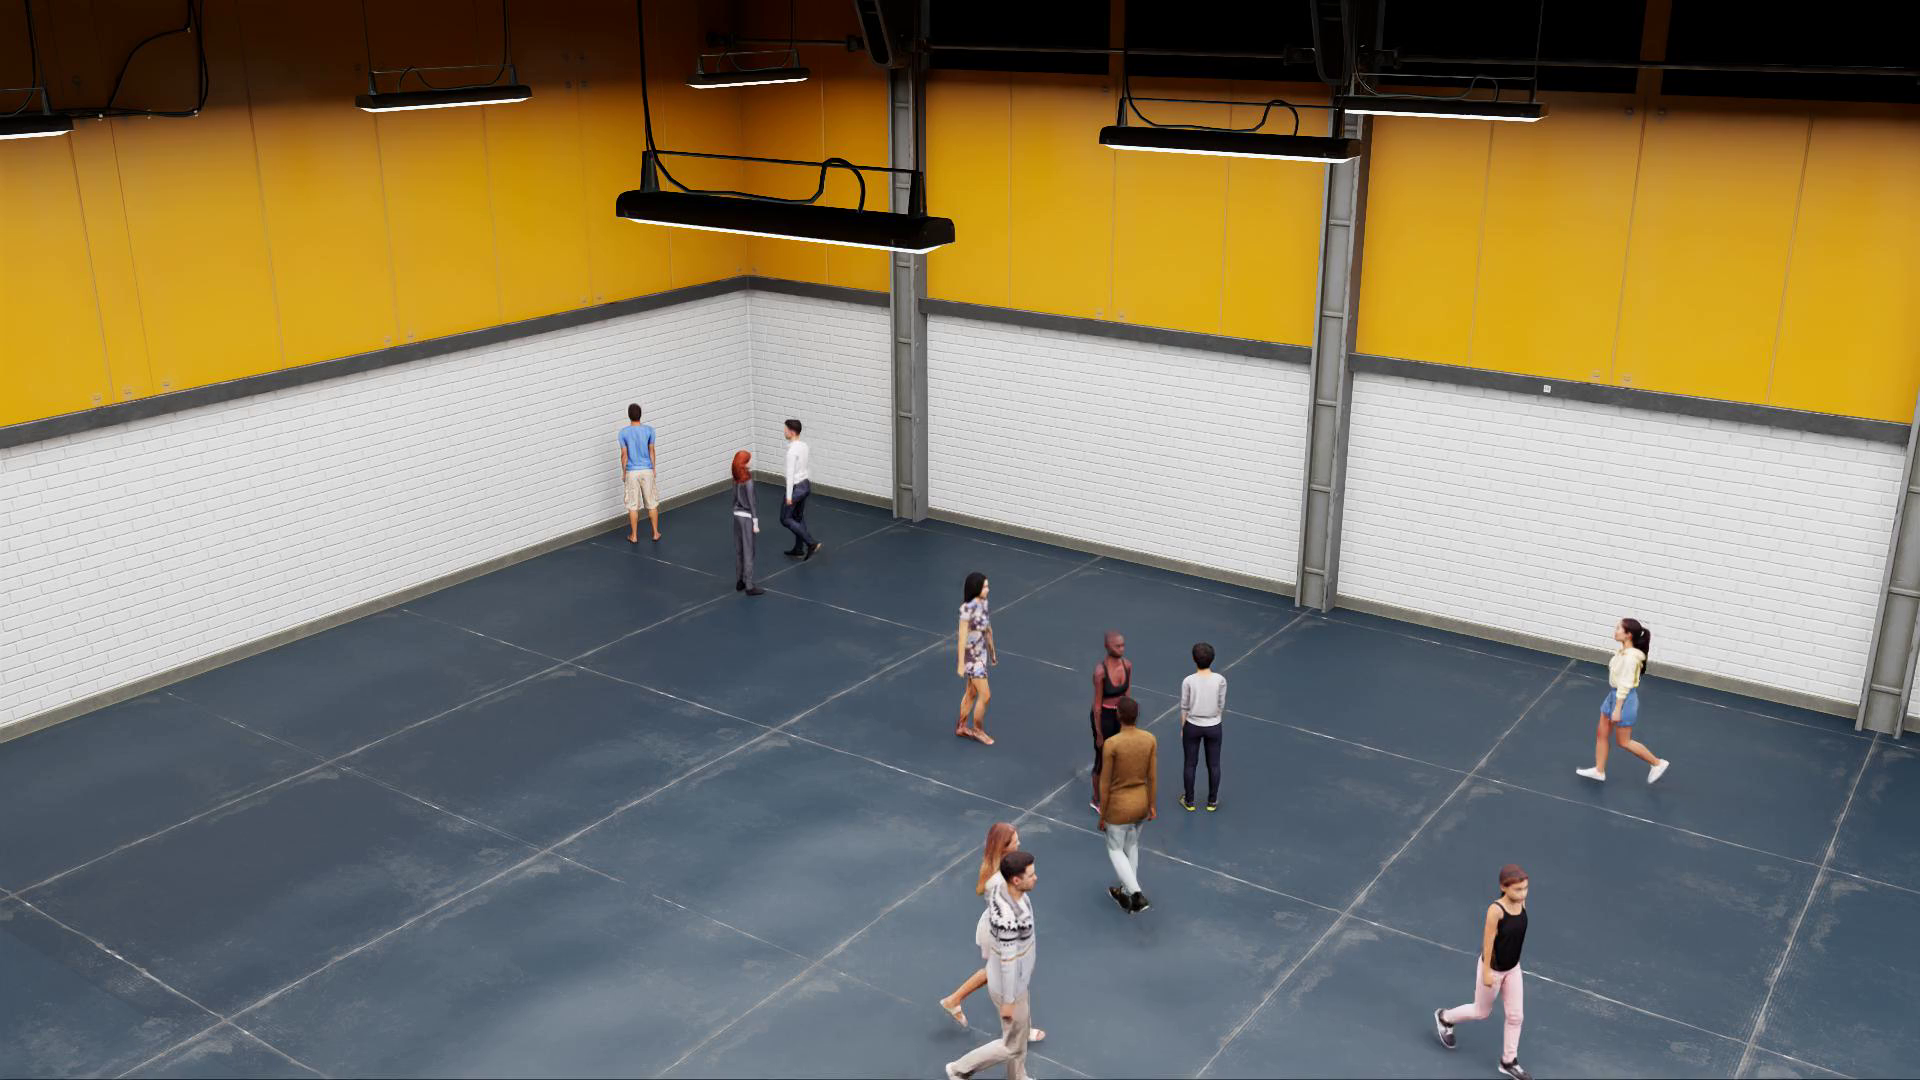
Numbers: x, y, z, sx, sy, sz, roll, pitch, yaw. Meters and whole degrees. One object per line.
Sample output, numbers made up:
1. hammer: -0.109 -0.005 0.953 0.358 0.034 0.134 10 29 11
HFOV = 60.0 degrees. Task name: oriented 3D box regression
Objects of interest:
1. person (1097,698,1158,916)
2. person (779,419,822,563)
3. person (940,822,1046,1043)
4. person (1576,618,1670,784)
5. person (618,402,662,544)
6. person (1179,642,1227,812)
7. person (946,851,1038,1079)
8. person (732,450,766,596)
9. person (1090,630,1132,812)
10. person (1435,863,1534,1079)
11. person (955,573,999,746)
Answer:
1. person: 1.339 2.130 12.969 0.898 1.802 1.005 -6 20 -18
2. person: -1.999 -0.617 21.045 0.913 1.855 0.733 8 20 23
3. person: 0.190 2.711 11.445 1.055 1.674 0.904 1 19 2
4. person: 6.106 1.501 15.129 1.081 1.615 0.843 5 19 16
5. person: -4.207 -0.891 21.846 0.742 1.862 0.767 -6 20 -18
6. person: 2.153 1.661 14.766 0.615 1.544 0.697 0 19 -1
7. person: 0.238 2.848 10.784 1.092 1.836 0.986 0 19 0
8. person: -2.577 -0.219 19.981 0.704 1.779 0.537 -13 23 -34
9. person: 1.265 1.577 14.704 0.735 1.742 0.755 -12 22 -32
10. person: 3.577 2.857 11.220 0.784 1.542 1.052 -10 21 -28
11. person: 0.058 1.132 16.068 0.712 1.716 0.646 10 21 28
